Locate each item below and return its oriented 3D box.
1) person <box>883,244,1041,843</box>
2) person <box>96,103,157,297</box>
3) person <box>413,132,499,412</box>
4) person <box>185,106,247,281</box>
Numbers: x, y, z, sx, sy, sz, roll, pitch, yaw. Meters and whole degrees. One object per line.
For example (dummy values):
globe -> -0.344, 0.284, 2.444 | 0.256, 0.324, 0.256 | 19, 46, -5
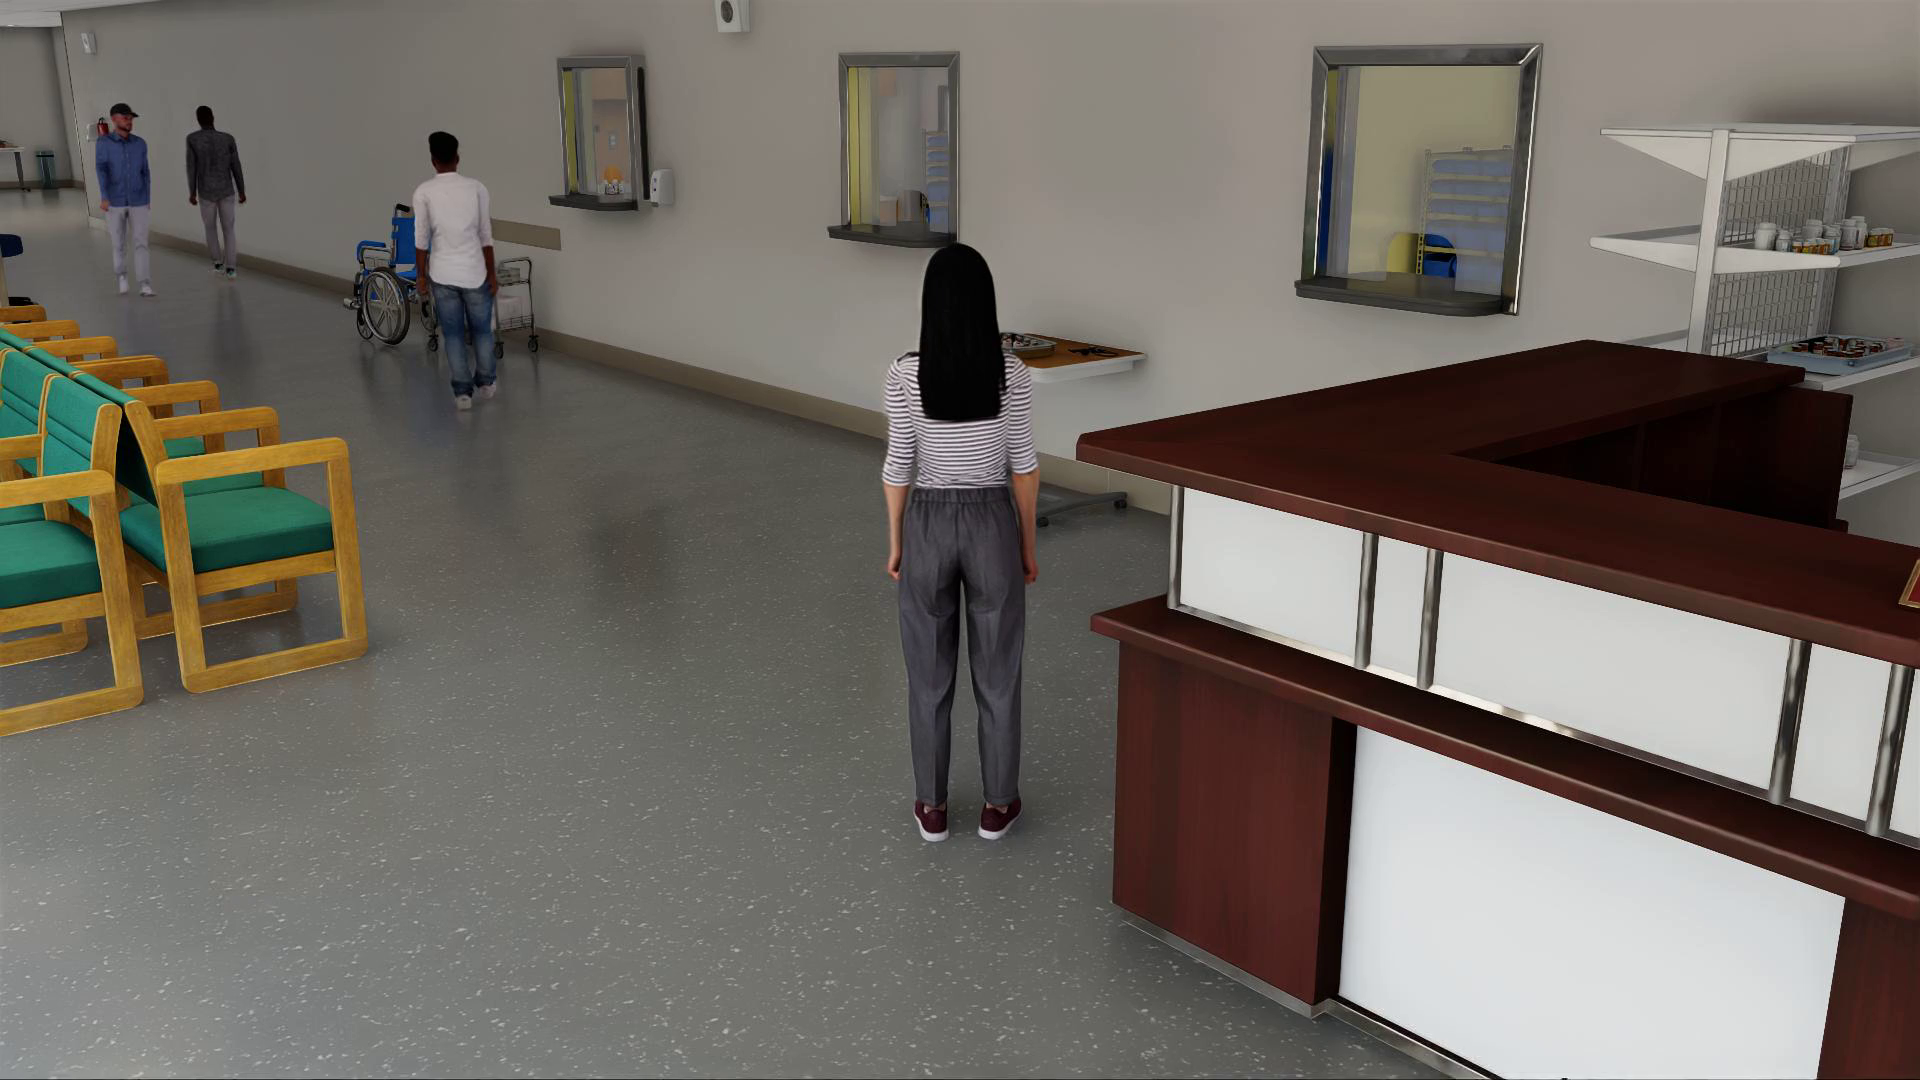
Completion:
person -> 0.001, 0.025, 4.741 | 0.661, 1.734, 0.730 | 1, 16, 2
person -> -8.252, -3.324, 16.403 | 1.157, 1.851, 0.814 | -10, 19, -32
person -> -3.296, -1.749, 10.917 | 0.920, 1.796, 0.915 | -5, 16, -16
person -> -7.949, -3.694, 17.783 | 0.858, 1.814, 0.889 | -8, 18, -26
